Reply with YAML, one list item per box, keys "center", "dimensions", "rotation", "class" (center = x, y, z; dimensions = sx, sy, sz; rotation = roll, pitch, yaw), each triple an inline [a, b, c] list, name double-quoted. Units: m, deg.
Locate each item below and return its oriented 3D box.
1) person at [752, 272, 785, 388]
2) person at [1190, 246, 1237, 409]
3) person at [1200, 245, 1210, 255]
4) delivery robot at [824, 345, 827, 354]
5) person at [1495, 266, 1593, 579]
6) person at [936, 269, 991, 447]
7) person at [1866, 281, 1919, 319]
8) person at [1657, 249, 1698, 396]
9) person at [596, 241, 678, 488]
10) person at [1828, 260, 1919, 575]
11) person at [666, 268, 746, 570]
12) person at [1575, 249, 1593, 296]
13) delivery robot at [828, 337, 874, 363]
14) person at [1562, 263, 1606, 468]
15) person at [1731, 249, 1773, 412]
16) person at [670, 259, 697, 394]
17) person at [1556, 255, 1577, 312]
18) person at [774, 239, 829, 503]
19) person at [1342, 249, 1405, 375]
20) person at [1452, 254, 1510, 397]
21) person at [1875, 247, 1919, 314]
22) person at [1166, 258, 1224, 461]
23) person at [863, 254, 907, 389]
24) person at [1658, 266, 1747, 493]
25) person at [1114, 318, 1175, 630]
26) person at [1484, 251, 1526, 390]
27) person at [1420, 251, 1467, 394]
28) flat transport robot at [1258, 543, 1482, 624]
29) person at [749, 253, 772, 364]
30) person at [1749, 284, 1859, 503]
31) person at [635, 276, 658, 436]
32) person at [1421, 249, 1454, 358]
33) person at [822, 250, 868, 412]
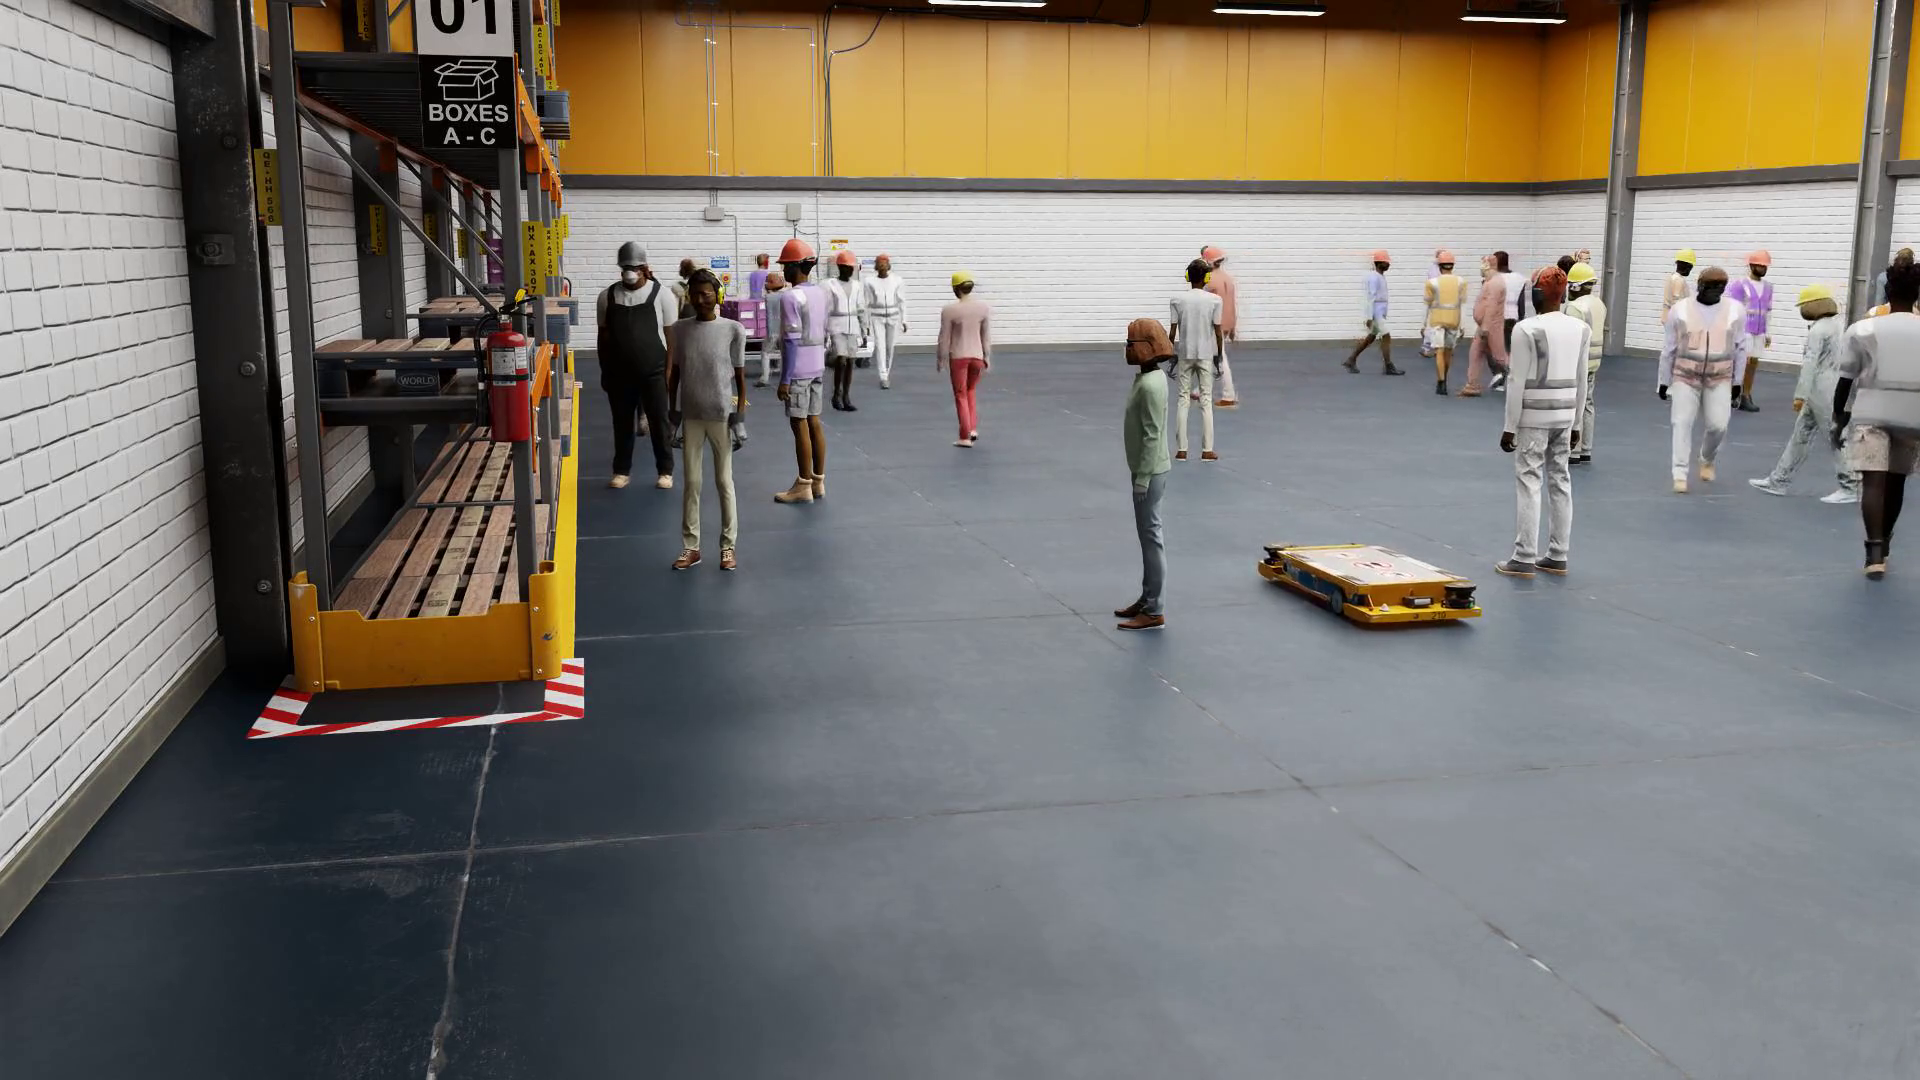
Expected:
- center: [-2.476, -2.863, 22.794]
  dimensions: [0.812, 1.600, 0.509]
  rotation: [6, 12, 30]
  class: "person"
- center: [3.026, -2.589, 20.293]
  dimensions: [0.965, 1.945, 0.642]
  rotation: [9, 13, 40]
  class: "person"
- center: [4.450, -4.362, 30.161]
  dimensions: [0.368, 1.940, 0.632]
  rotation: [-3, 11, -17]
  class: "person"
- center: [-2.464, -3.025, 26.327]
  dimensions: [0.707, 0.478, 0.477]
  rotation: [0, 10, 1]
  class: "delivery robot"
- center: [3.539, -0.705, 10.064]
  dimensions: [0.571, 1.882, 0.338]
  rotation: [-4, 11, -23]
  class: "person"
- center: [0.018, -1.792, 16.461]
  dimensions: [0.538, 1.748, 0.538]
  rotation: [-6, 12, -29]
  class: "person"
- center: [9.116, -1.739, 16.295]
  dimensions: [0.320, 1.697, 0.531]
  rotation: [-7, 12, -34]
  class: "person"
- center: [9.434, -2.855, 21.875]
  dimensions: [0.395, 1.914, 0.590]
  rotation: [3, 11, 15]
  class: "person"
- center: [-2.659, -1.427, 13.613]
  dimensions: [0.675, 2.000, 0.535]
  rotation: [1, 10, 4]
  class: "person"
- center: [5.721, -0.755, 10.242]
  dimensions: [0.619, 1.920, 0.994]
  rotation: [4, 11, 21]
  class: "person"
- center: [-1.572, -0.740, 10.291]
  dimensions: [0.509, 1.868, 0.328]
  rotation: [1, 10, 5]
  class: "person"
- center: [9.214, -3.372, 24.793]
  dimensions: [0.646, 1.902, 0.399]
  rotation: [-8, 13, -38]
  class: "person"
- center: [-1.727, -3.039, 26.403]
  dimensions: [0.707, 0.478, 0.477]
  rotation: [-5, 11, -26]
  class: "delivery robot"
- center: [5.546, -1.566, 14.959]
  dimensions: [0.404, 1.830, 0.599]
  rotation: [10, 14, 43]
  class: "person"
- center: [9.418, -2.486, 19.798]
  dimensions: [0.575, 1.926, 0.407]
  rotation: [-3, 11, -16]
  class: "person"
- center: [-3.477, -2.737, 21.557]
  dimensions: [0.515, 1.807, 0.944]
  rotation: [-3, 11, -14]
  class: "person"
- center: [6.978, -2.355, 19.258]
  dimensions: [0.521, 1.863, 0.335]
  rotation: [3, 11, 15]
  class: "person"
- center: [-1.250, -1.304, 12.926]
  dimensions: [0.379, 2.044, 0.607]
  rotation: [4, 11, 20]
  class: "person"
- center: [6.284, -3.450, 25.227]
  dimensions: [0.949, 1.901, 0.553]
  rotation: [5, 11, 25]
  class: "person"
- center: [6.945, -2.758, 21.542]
  dimensions: [0.936, 1.868, 0.650]
  rotation: [1, 10, 7]
  class: "person"
- center: [12.738, -2.990, 22.558]
  dimensions: [0.629, 1.940, 0.379]
  rotation: [4, 11, 23]
  class: "person"
- center: [2.174, -1.653, 15.366]
  dimensions: [0.534, 1.859, 0.309]
  rotation: [3, 11, 14]
  class: "person"
- center: [-1.056, -3.041, 23.137]
  dimensions: [0.584, 1.844, 0.954]
  rotation: [-2, 10, -12]
  class: "person"
- center: [5.996, -1.293, 13.470]
  dimensions: [0.649, 1.830, 0.485]
  rotation: [4, 11, 20]
  class: "person"
- center: [0.969, -0.346, 8.749]
  dimensions: [0.286, 1.633, 0.499]
  rotation: [1, 10, 4]
  class: "person"
- center: [7.362, -2.969, 22.571]
  dimensions: [0.615, 1.889, 0.447]
  rotation: [-1, 10, -4]
  class: "person"
- center: [6.448, -2.891, 22.195]
  dimensions: [0.559, 1.899, 0.920]
  rotation: [0, 10, 2]
  class: "person"
- center: [2.279, 0.219, 9.396]
  dimensions: [0.652, 0.197, 1.431]
  rotation: [-2, 11, -14]
  class: "flat transport robot"
- center: [-3.282, -3.788, 27.287]
  dimensions: [0.528, 1.825, 0.590]
  rotation: [-9, 13, -40]
  class: "person"
- center: [6.688, -1.154, 13.068]
  dimensions: [0.888, 1.683, 0.569]
  rotation: [8, 13, 36]
  class: "person"
- center: [-3.146, -1.854, 16.981]
  dimensions: [0.547, 1.686, 0.395]
  rotation: [-2, 10, -12]
  class: "person"
- center: [8.379, -4.109, 28.959]
  dimensions: [0.431, 1.877, 0.718]
  rotation: [9, 14, 42]
  class: "person"
- center: [-1.354, -2.468, 19.724]
  dimensions: [0.559, 1.917, 0.440]
  rotation: [-7, 12, -35]
  class: "person"
